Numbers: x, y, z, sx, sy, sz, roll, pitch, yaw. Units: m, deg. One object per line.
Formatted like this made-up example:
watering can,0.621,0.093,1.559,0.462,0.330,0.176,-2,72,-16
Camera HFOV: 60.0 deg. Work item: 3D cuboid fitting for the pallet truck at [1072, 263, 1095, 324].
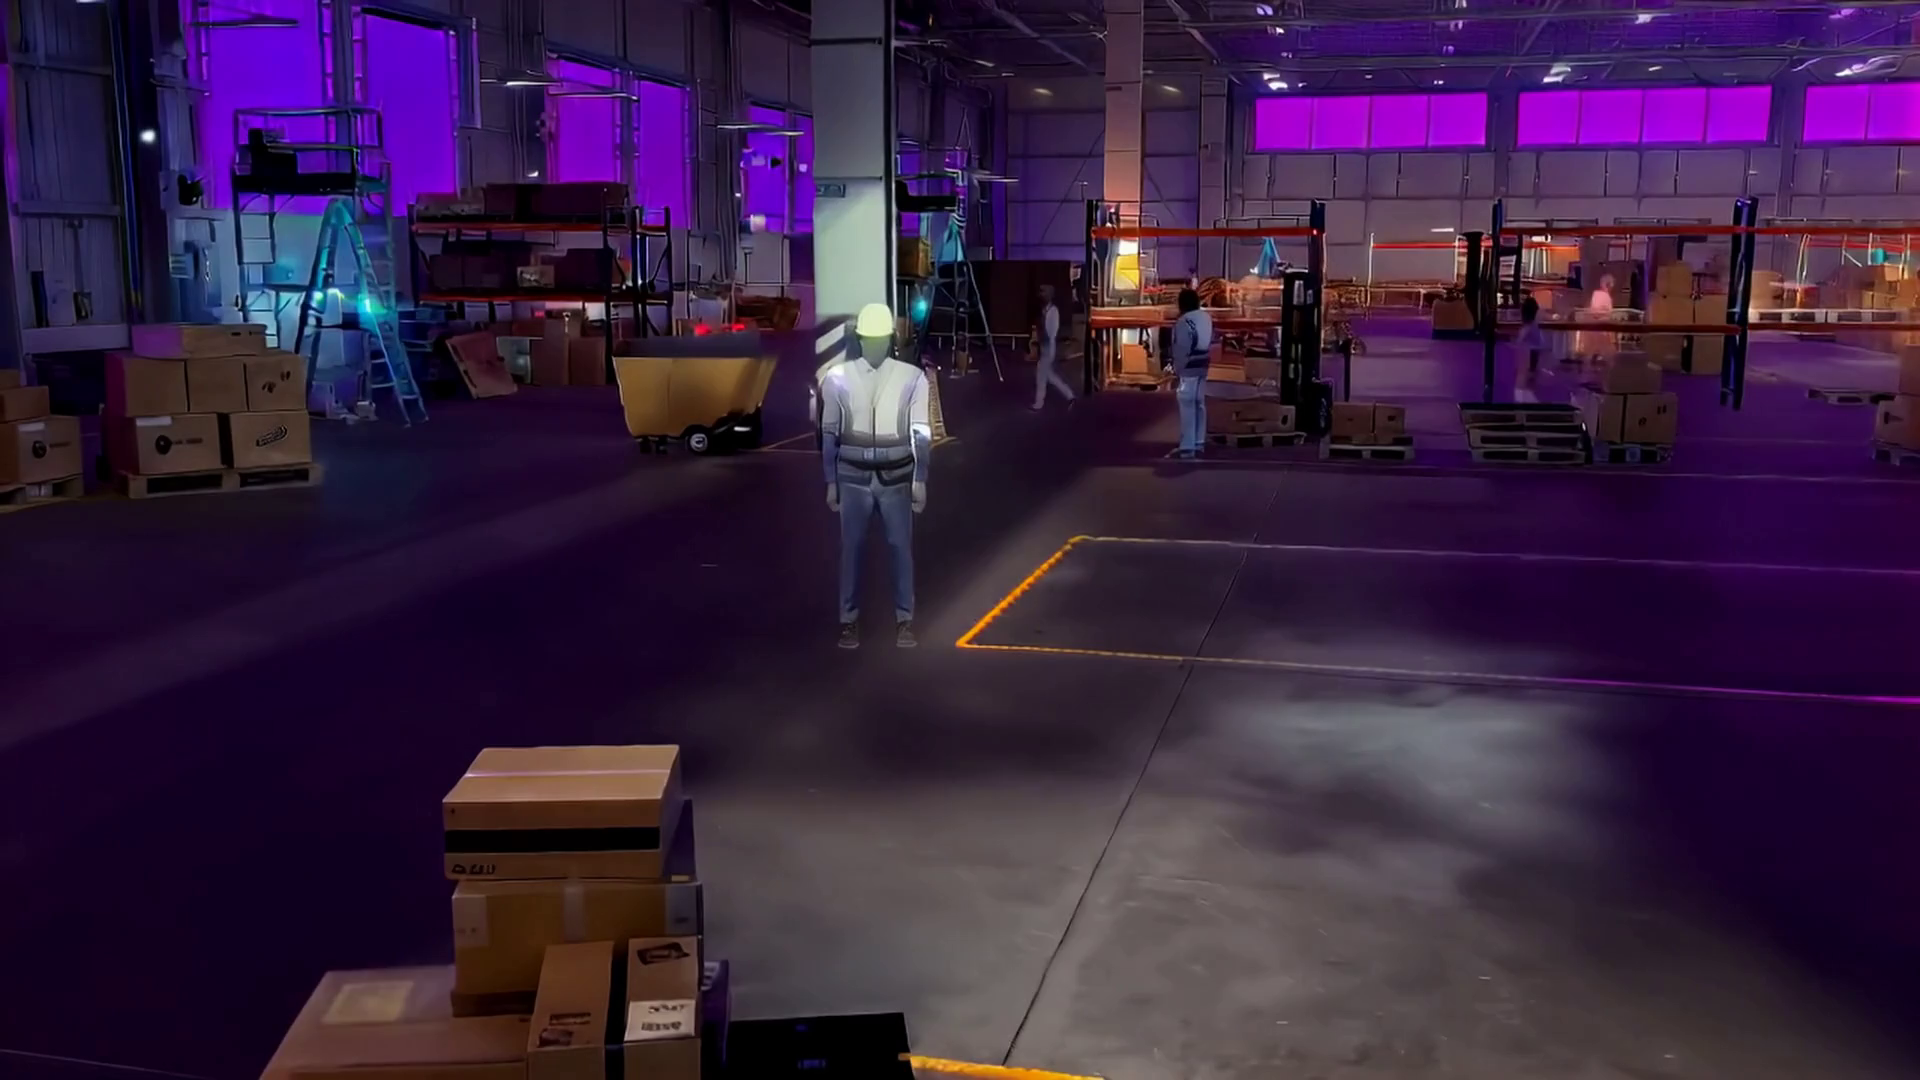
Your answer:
pallet truck,4.325,-8.180,55.162,0.823,1.965,1.885,6,11,31

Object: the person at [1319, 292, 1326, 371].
person,6.823,-4.119,32.020,0.485,1.737,0.320,-3,10,-19

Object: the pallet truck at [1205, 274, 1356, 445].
pallet truck,3.653,-2.138,19.590,1.885,1.965,0.823,-4,10,-20

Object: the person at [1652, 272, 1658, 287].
person,14.266,-4.527,33.983,1.016,1.879,0.561,2,10,12

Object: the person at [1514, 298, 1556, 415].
person,7.085,-2.157,20.611,0.631,1.681,0.541,1,10,8

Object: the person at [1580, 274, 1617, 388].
person,10.755,-3.441,27.534,0.920,1.900,0.652,8,12,39

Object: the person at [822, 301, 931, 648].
person,-0.465,-0.351,9.255,0.603,1.938,0.425,0,10,-1

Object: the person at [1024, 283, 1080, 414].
person,1.291,-2.659,23.172,0.748,1.828,0.521,-1,10,-7

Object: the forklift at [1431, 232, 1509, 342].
forklift,13.185,-6.527,42.836,1.873,2.768,1.129,2,10,14

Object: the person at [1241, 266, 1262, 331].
person,8.656,-7.174,49.476,0.639,1.918,0.675,3,10,18

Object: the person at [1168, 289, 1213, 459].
person,2.476,-1.791,18.028,0.430,1.837,0.624,8,12,39

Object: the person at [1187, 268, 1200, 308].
person,7.767,-8.211,55.843,1.003,1.836,0.572,9,13,44

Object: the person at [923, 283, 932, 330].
person,-0.878,-7.325,50.340,0.544,1.929,0.387,-7,12,-37

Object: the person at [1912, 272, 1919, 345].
person,18.164,-4.112,31.446,0.375,1.915,0.598,3,10,16
